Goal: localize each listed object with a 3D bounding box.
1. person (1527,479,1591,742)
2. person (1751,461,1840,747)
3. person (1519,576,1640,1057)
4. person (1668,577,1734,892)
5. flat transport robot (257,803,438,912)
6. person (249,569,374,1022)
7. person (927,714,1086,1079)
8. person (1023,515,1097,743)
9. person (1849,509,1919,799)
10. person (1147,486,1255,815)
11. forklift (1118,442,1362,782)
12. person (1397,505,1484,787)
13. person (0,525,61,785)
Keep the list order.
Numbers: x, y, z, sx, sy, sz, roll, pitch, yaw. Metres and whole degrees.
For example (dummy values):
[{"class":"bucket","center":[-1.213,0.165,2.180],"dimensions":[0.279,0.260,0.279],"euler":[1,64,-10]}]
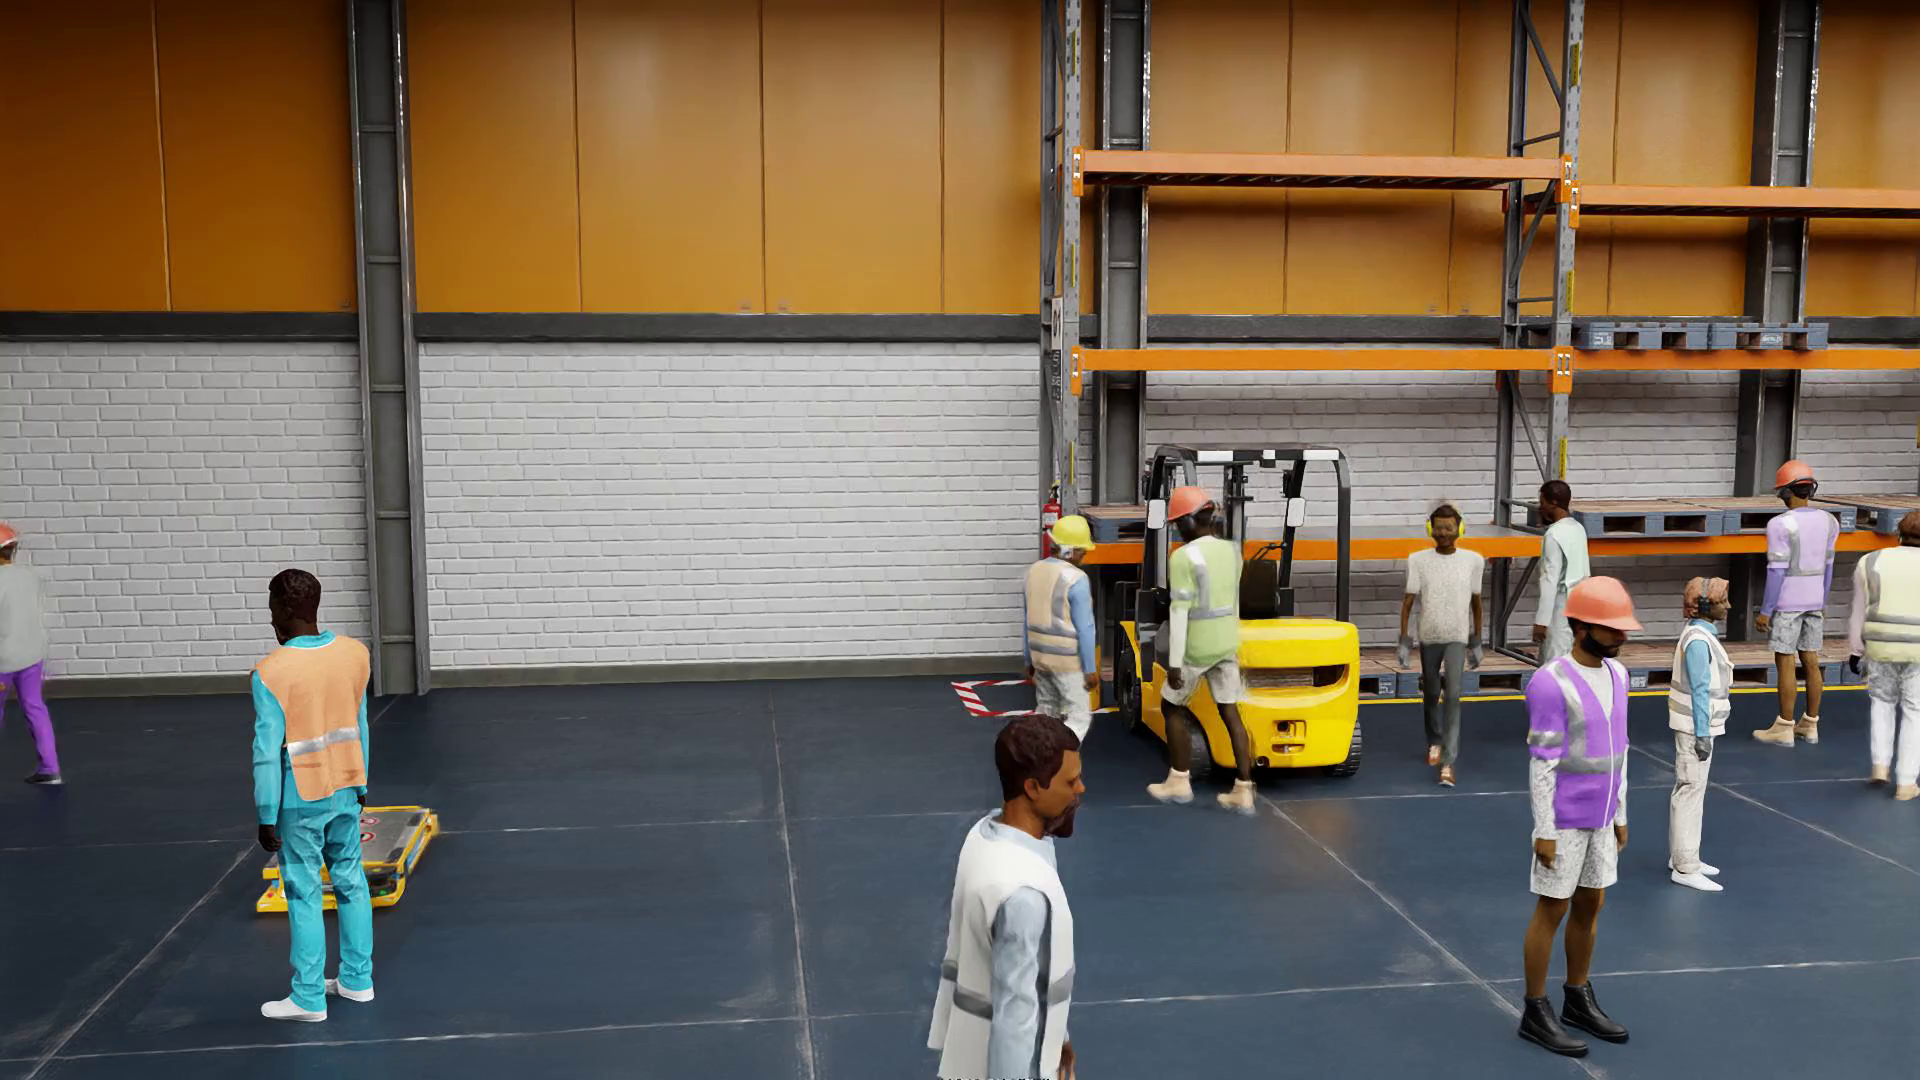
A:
[{"class":"person","center":[4.278,0.526,11.815],"dimensions":[0.420,1.905,0.661],"euler":[4,8,34]},{"class":"person","center":[5.937,0.454,11.872],"dimensions":[0.605,2.035,0.392],"euler":[-3,7,-21]},{"class":"person","center":[2.513,1.099,6.692],"dimensions":[0.544,1.930,0.388],"euler":[-4,8,-32]},{"class":"person","center":[3.895,1.004,8.771],"dimensions":[0.309,1.641,0.514],"euler":[3,7,22]},{"class":"flat transport robot","center":[-3.248,1.665,8.917],"dimensions":[0.652,0.197,1.431],"euler":[-1,7,-9]},{"class":"person","center":[-2.721,1.071,7.024],"dimensions":[0.397,1.911,0.587],"euler":[3,7,25]},{"class":"person","center":[0.267,1.385,4.381],"dimensions":[0.851,1.889,0.595],"euler":[-1,7,-11]},{"class":"person","center":[0.614,0.748,10.303],"dimensions":[0.432,1.821,0.603],"euler":[-5,8,-35]},{"class":"person","center":[5.994,0.714,10.504],"dimensions":[0.650,1.822,0.519],"euler":[5,8,39]},{"class":"person","center":[1.458,0.667,10.191],"dimensions":[0.755,1.983,0.859],"euler":[-6,9,-41]},{"class":"forklift","center":[1.912,0.418,11.496],"dimensions":[1.214,2.155,2.313],"euler":[-1,7,-8]},{"class":"person","center":[3.175,0.665,10.998],"dimensions":[0.538,1.813,0.995],"euler":[2,7,19]},{"class":"person","center":[-6.176,0.741,10.713],"dimensions":[0.713,1.716,0.581],"euler":[1,7,12]}]
